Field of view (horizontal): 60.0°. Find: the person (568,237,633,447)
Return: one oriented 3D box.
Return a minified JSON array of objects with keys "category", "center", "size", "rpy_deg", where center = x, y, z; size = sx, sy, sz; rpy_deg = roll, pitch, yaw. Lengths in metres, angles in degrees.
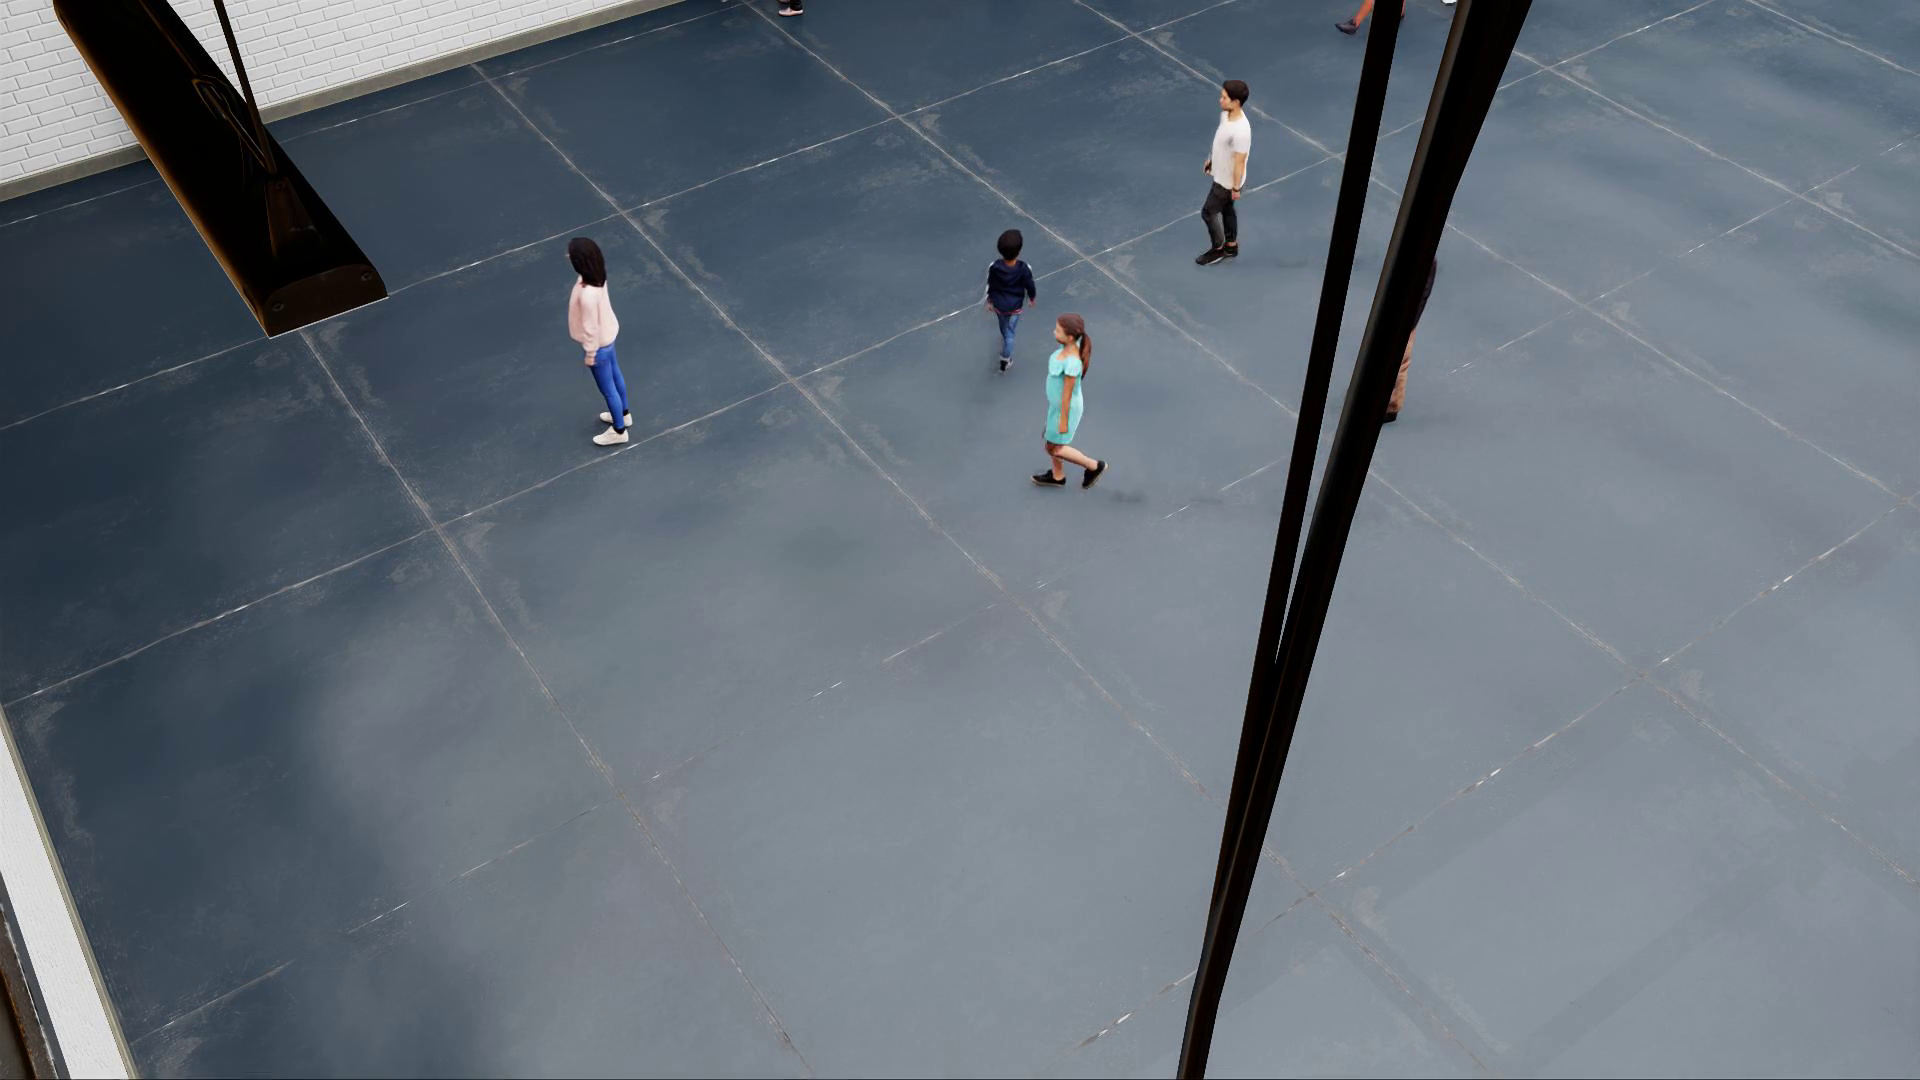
[{"category":"person","center":[-2.641,-1.467,12.227],"size":[0.756,1.770,0.725],"rpy_deg":[2,44,2]}]

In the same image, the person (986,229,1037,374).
[{"category":"person","center":[0.370,-1.851,13.049],"size":[0.828,1.191,0.897],"rpy_deg":[8,44,9]}]

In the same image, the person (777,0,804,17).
[{"category":"person","center":[-1.804,-6.321,17.446],"size":[0.824,1.598,0.791],"rpy_deg":[-3,44,-3]}]

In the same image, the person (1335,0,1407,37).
[{"category":"person","center":[4.472,-6.067,17.069],"size":[1.207,1.750,0.796],"rpy_deg":[-14,45,-15]}]

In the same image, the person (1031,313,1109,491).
[{"category":"person","center":[0.814,-0.945,11.840],"size":[0.882,1.546,0.795],"rpy_deg":[2,44,3]}]

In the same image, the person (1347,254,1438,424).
[{"category":"person","center":[3.280,-1.708,12.369],"size":[0.801,1.921,0.792],"rpy_deg":[-2,44,-2]}]

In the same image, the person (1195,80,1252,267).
[{"category":"person","center":[2.329,-3.079,13.965],"size":[0.799,1.706,0.761],"rpy_deg":[1,44,1]}]
